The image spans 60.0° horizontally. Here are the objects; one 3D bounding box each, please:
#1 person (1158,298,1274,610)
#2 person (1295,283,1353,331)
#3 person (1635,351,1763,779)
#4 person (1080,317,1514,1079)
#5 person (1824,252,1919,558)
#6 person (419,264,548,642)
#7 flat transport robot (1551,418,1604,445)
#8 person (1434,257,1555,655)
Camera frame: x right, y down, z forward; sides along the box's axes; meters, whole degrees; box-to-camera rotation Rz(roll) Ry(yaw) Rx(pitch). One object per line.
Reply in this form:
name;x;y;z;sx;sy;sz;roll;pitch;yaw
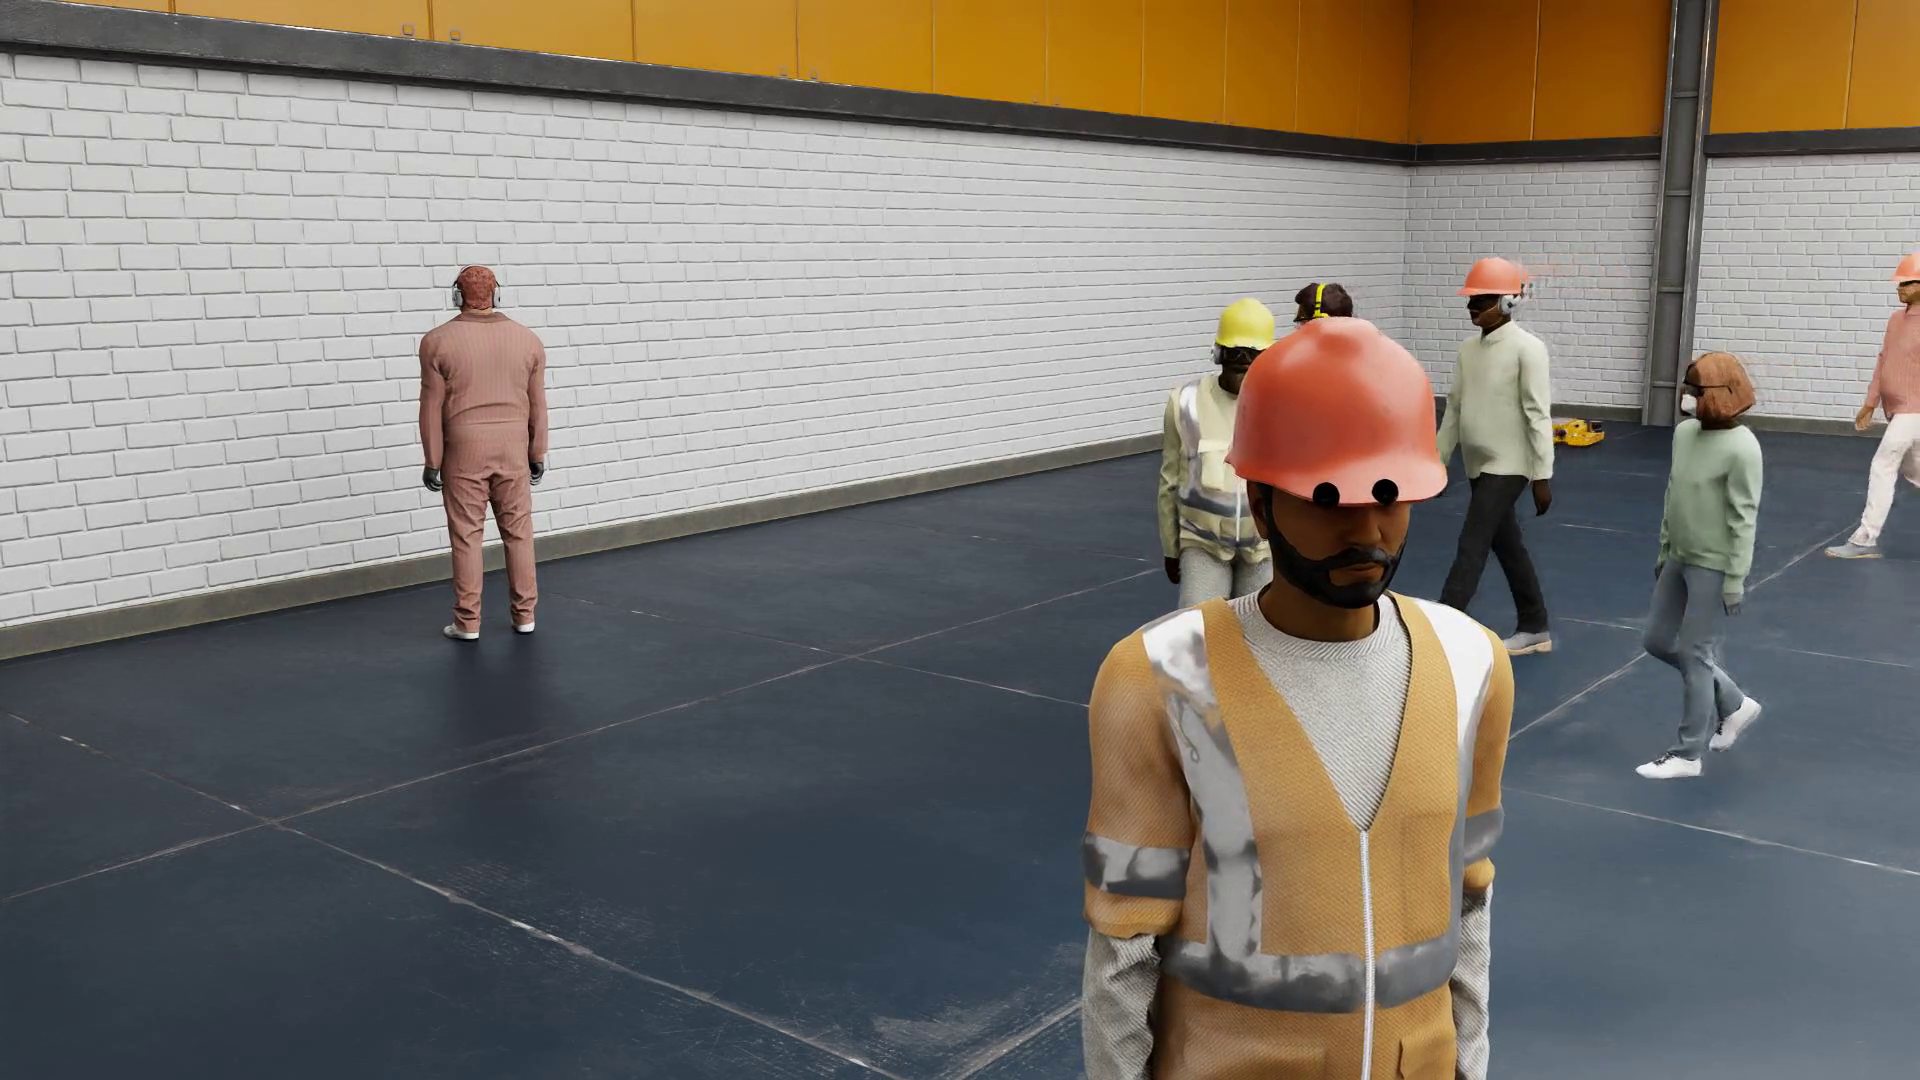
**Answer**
person;1.025;0.020;6.152;0.589;1.812;0.491;1;10;7
person;1.415;-0.126;6.880;0.578;1.850;0.586;5;11;26
person;2.811;0.101;6.218;0.443;1.618;0.527;-1;10;-6
person;0.423;0.702;2.024;0.553;1.935;0.363;-3;11;-15
person;6.106;-0.842;10.565;0.987;1.963;0.603;1;10;5
person;-2.419;-0.437;8.457;0.647;1.902;0.399;-7;12;-34
flat transport robot;5.679;-1.124;16.762;1.431;0.197;0.652;6;12;31
person;2.482;-0.362;7.919;1.040;1.933;0.651;-3;11;-14
